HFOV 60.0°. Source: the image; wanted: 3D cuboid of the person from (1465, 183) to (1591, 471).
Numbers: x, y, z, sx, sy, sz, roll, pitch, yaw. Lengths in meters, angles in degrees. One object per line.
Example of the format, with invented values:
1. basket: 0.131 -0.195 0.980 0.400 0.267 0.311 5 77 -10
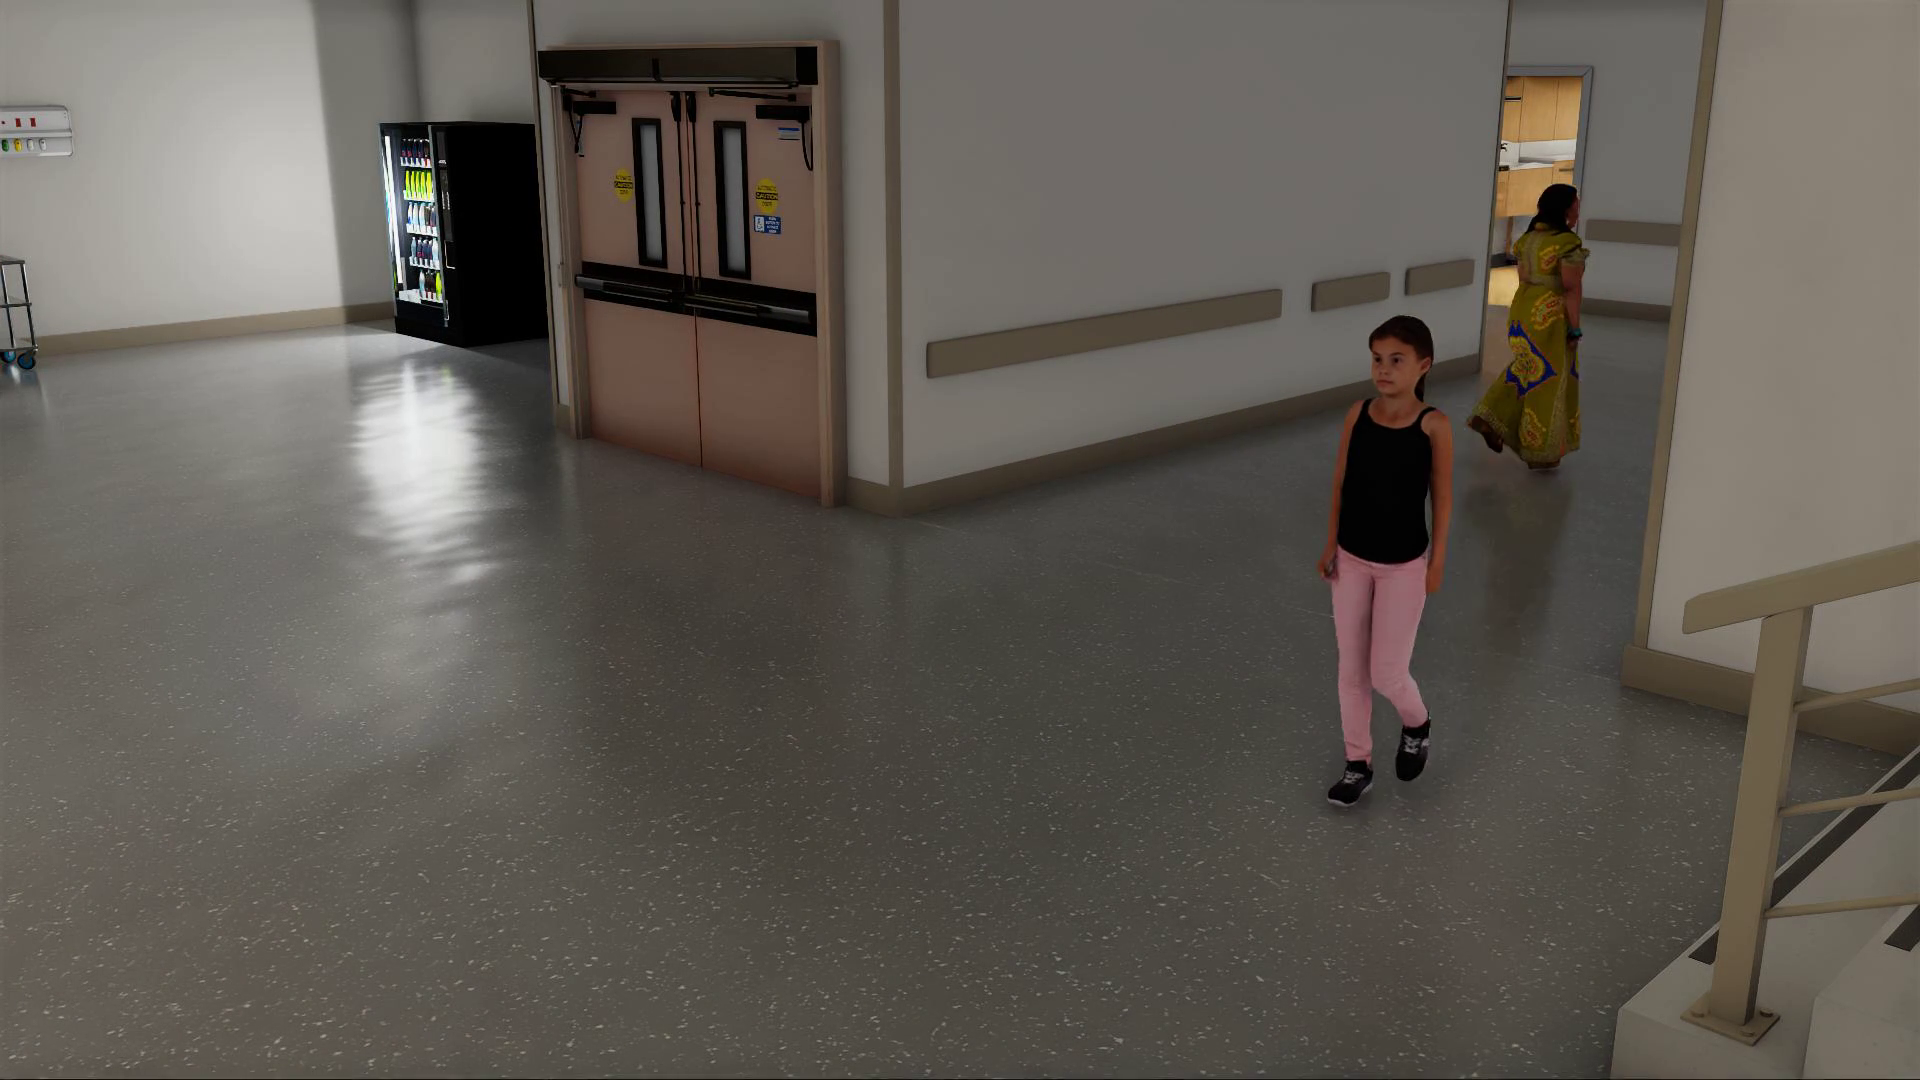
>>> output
1. person: 3.303 -1.214 9.603 1.023 1.647 1.023 -6 17 -22

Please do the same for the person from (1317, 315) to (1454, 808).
1. person: 1.350 0.068 5.234 0.659 1.551 0.618 12 20 36
